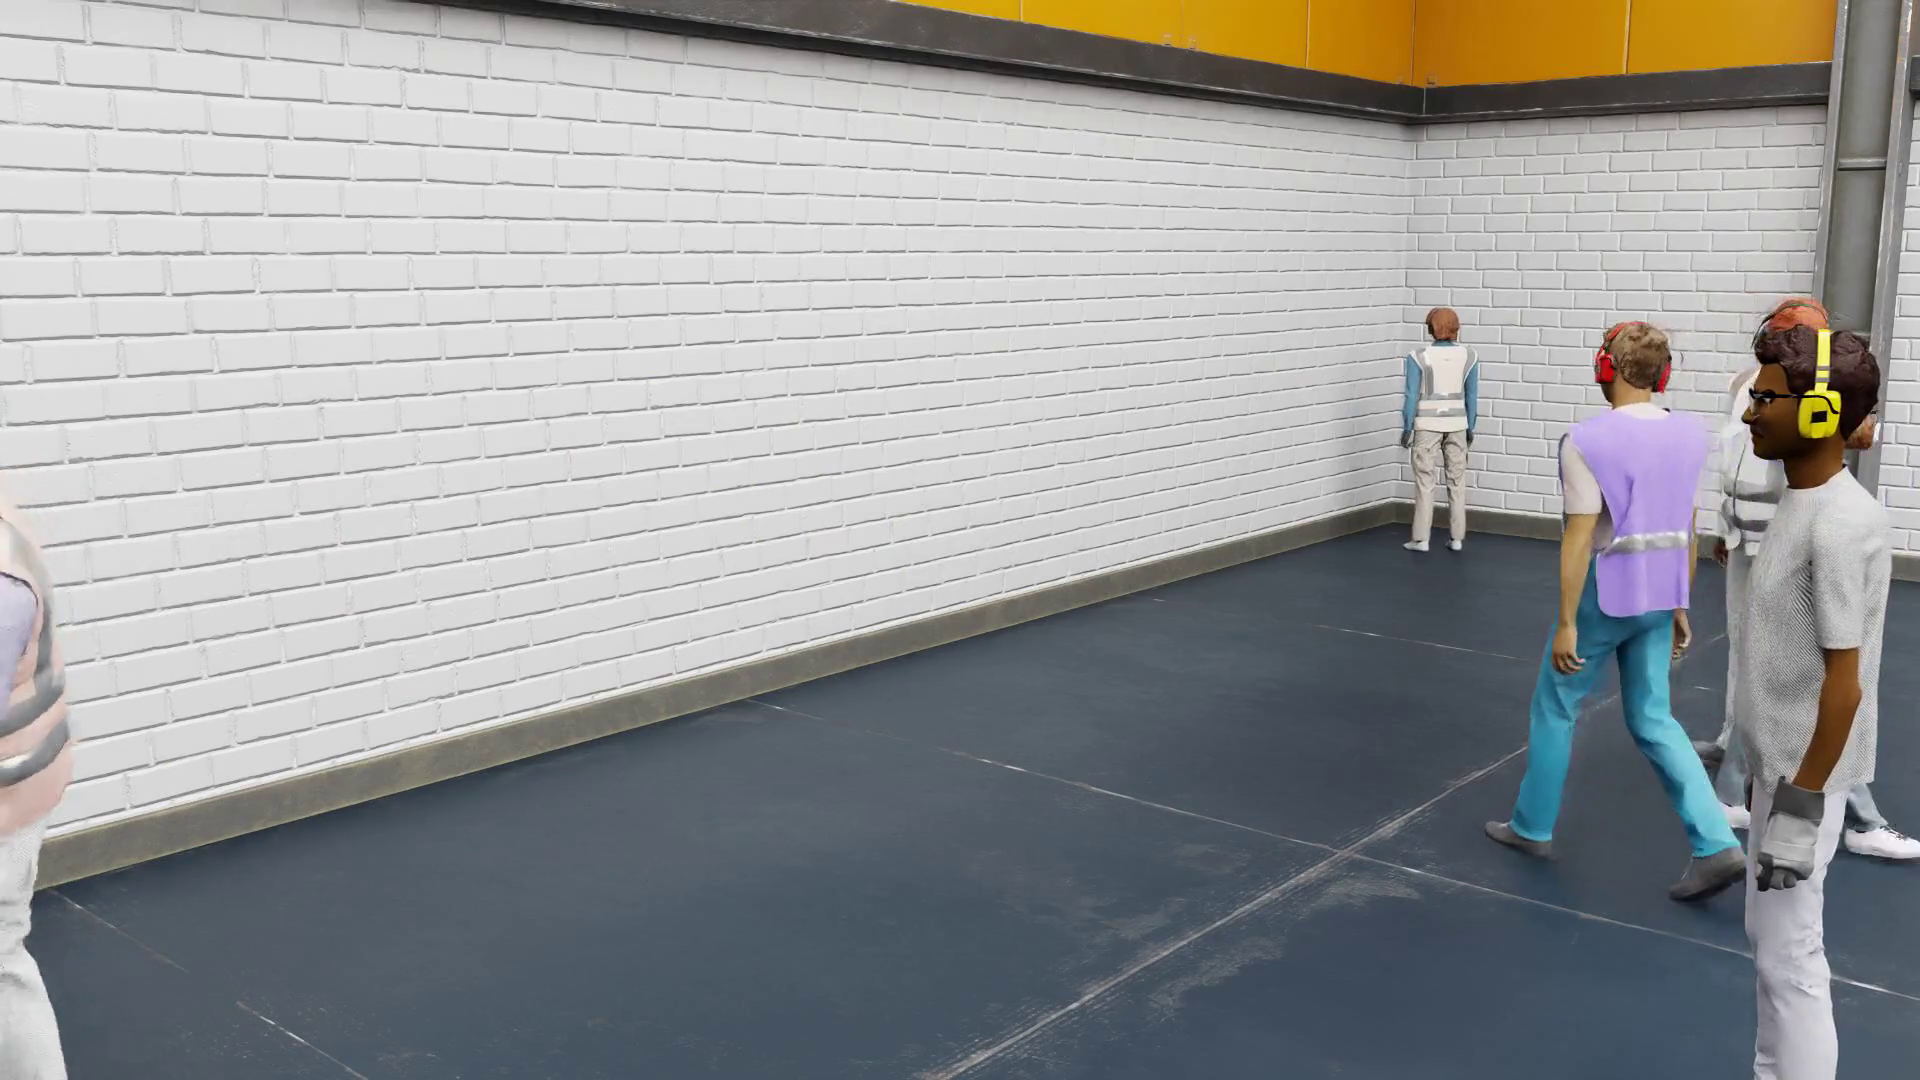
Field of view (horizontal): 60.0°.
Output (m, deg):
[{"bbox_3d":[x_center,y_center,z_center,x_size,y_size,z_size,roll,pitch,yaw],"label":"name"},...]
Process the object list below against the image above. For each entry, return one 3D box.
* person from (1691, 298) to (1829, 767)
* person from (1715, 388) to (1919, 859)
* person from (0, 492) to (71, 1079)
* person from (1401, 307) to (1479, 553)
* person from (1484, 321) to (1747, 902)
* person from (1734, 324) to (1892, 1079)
[{"bbox_3d":[2.971,0.032,6.183,0.351,1.853,0.733,-2,10,-10],"label":"person"},{"bbox_3d":[2.961,0.249,5.583,0.765,1.598,0.520,6,11,30],"label":"person"},{"bbox_3d":[-2.062,0.541,3.407,0.430,1.796,0.712,-9,13,-41],"label":"person"},{"bbox_3d":[3.186,-0.724,11.050,0.522,1.636,0.310,-1,10,-8],"label":"person"},{"bbox_3d":[2.120,0.216,5.248,0.579,1.805,0.895,-4,11,-24],"label":"person"},{"bbox_3d":[1.707,0.494,3.457,0.326,1.871,0.520,3,11,19],"label":"person"}]
